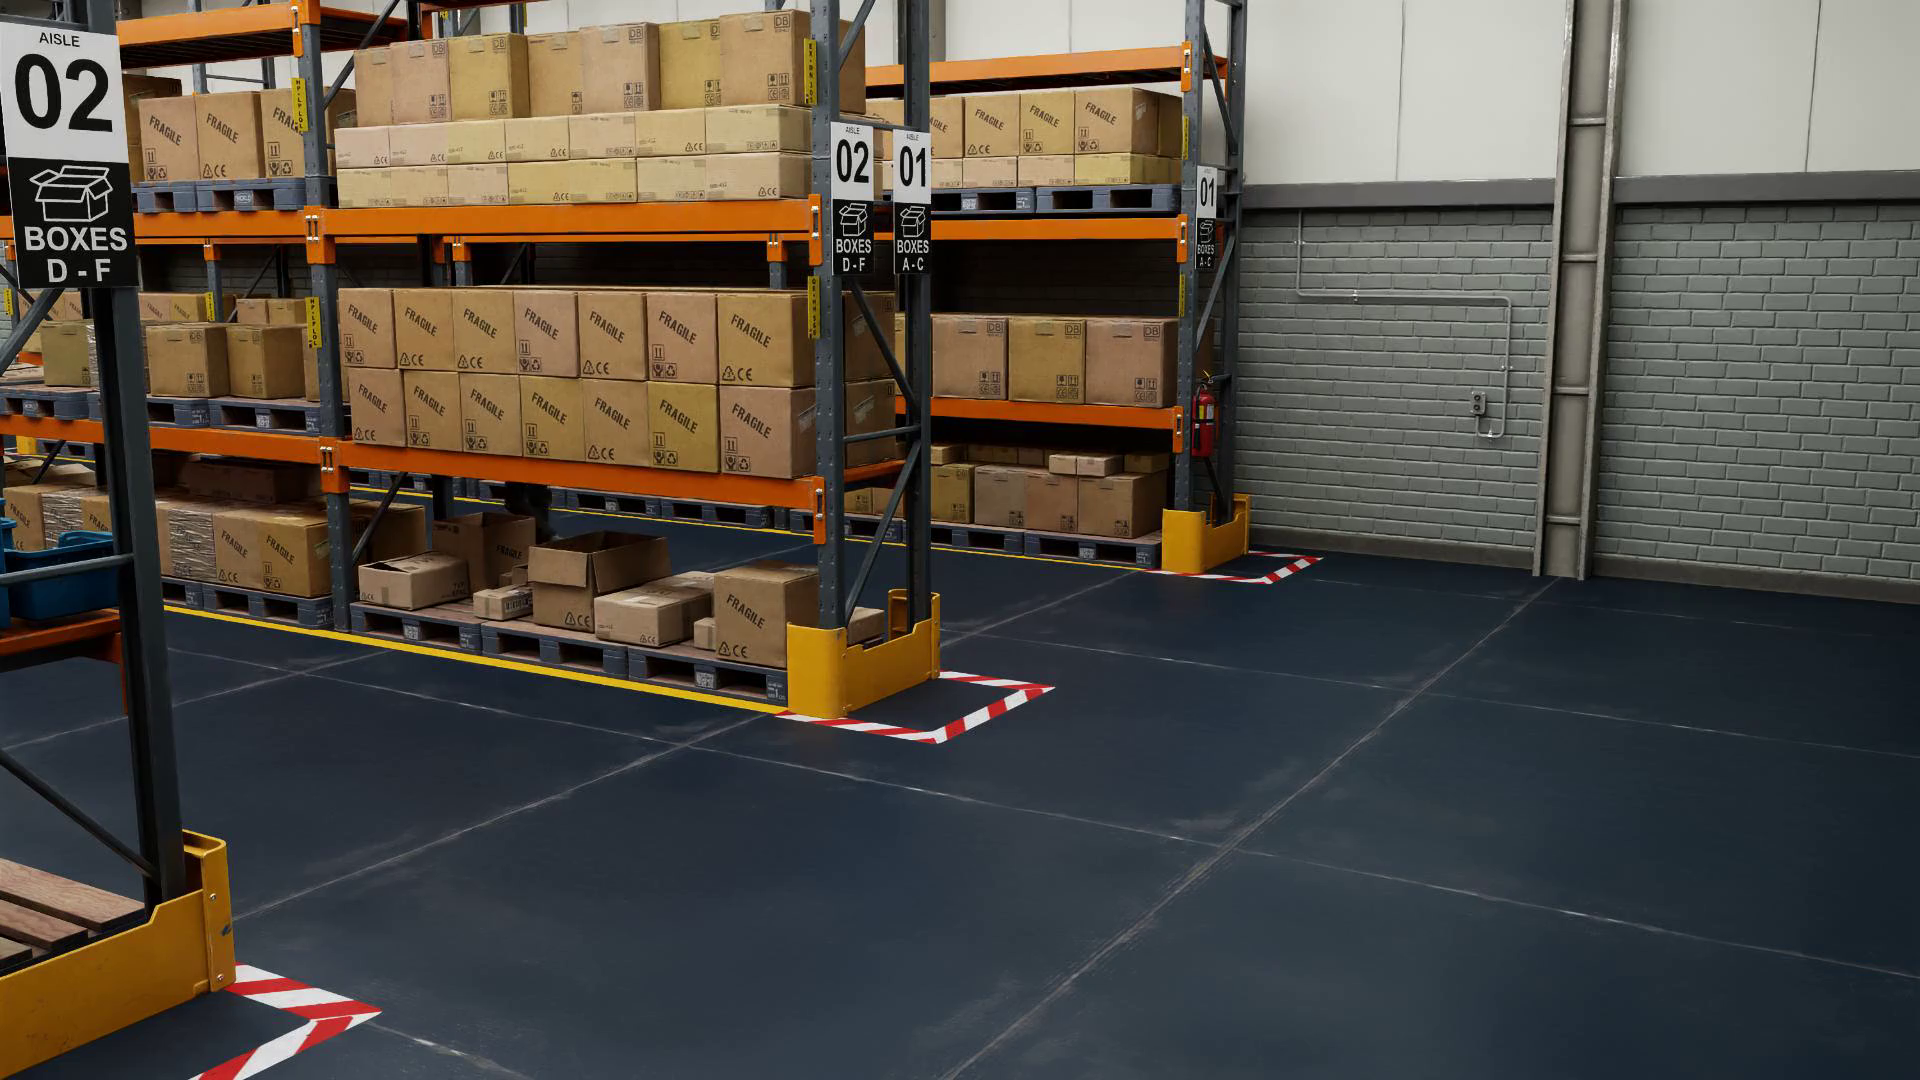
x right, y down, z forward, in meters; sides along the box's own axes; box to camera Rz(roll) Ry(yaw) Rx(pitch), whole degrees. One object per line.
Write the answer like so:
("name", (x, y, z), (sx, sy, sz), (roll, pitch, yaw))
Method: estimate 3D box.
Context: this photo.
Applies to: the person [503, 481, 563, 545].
("person", (-3.368, -0.699, 13.219), (0.574, 1.973, 0.635), (7, 12, 34))
